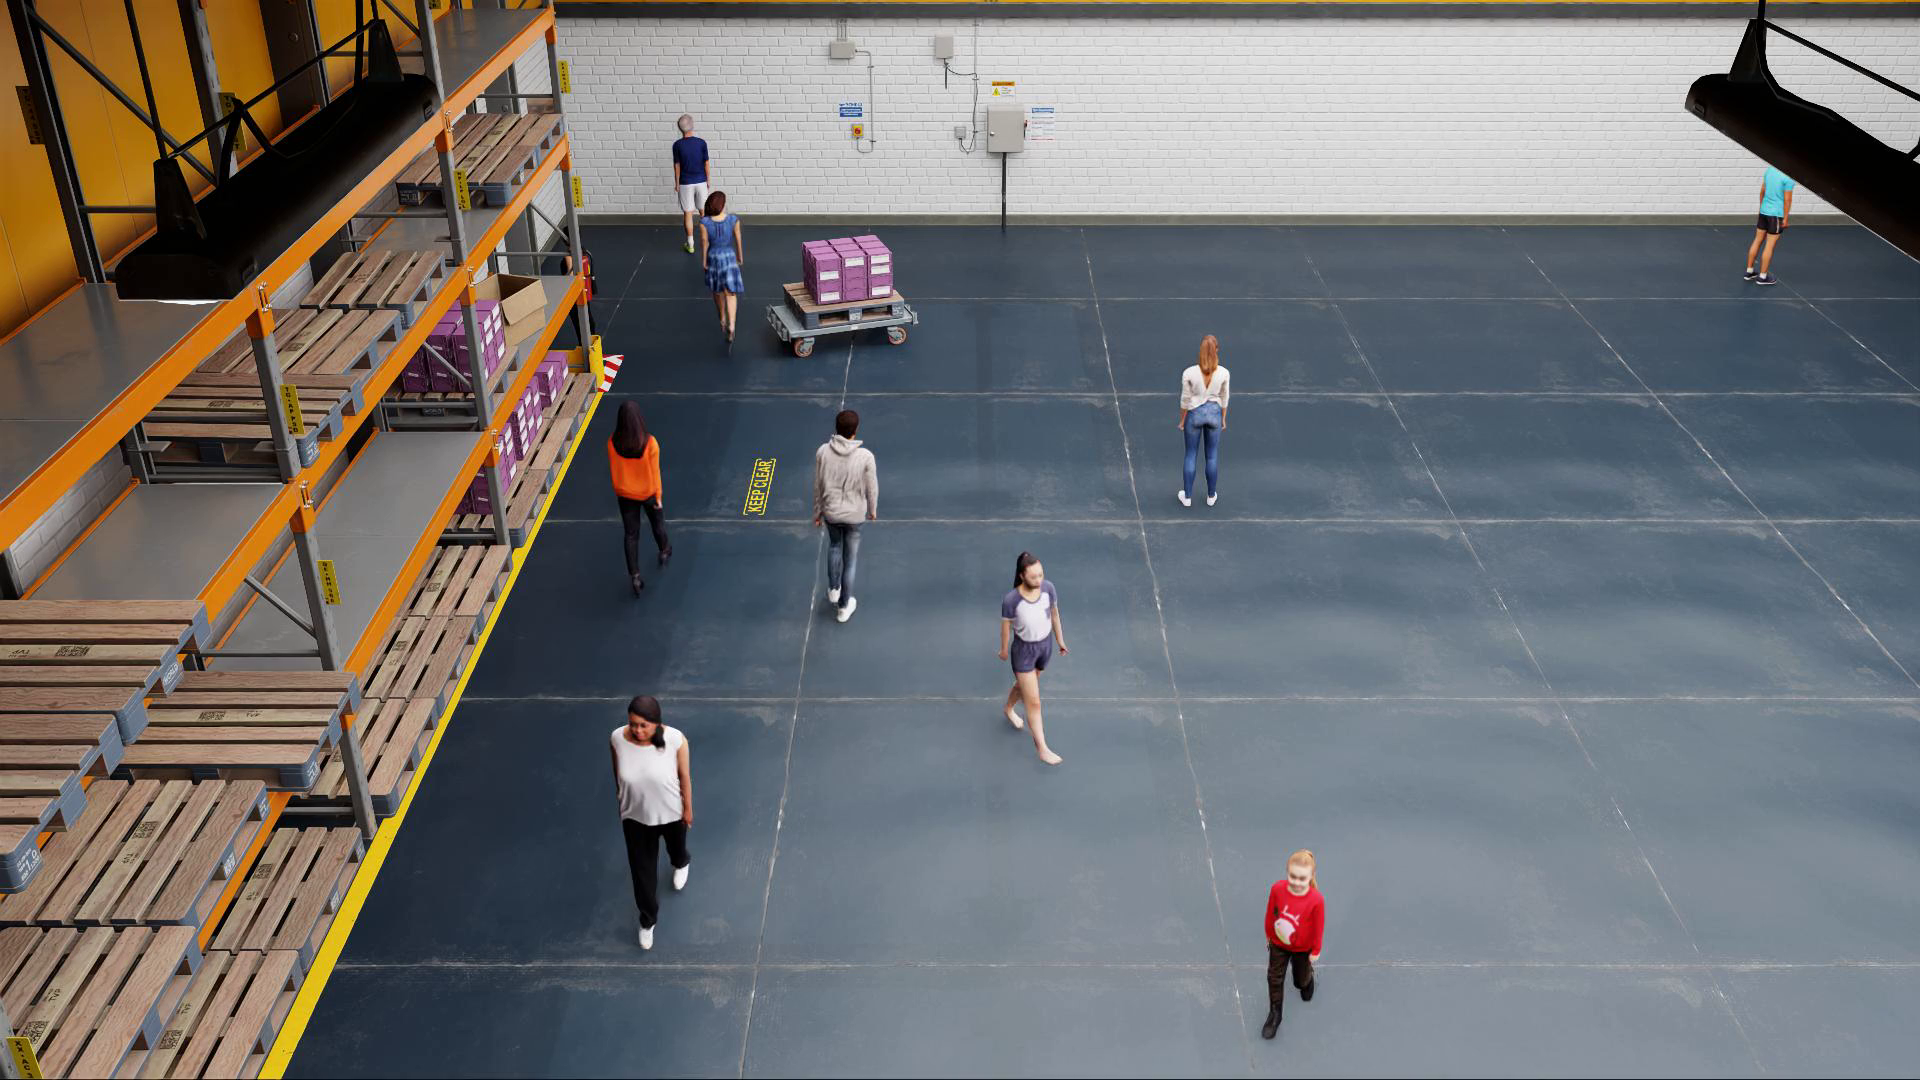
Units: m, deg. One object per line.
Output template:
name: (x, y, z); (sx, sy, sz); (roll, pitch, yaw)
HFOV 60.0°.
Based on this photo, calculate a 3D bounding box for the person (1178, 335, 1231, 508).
person: (2.300, -1.125, 15.704); (0.603, 1.720, 0.521); (-1, 29, -1)

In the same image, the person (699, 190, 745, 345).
person: (-2.745, -3.115, 19.303); (0.726, 1.767, 1.149); (-3, 29, -5)

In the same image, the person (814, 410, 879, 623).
person: (-0.987, -0.159, 13.818); (0.757, 1.831, 0.794); (4, 29, 7)

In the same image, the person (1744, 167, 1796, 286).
person: (10.352, -4.157, 21.203); (0.744, 1.776, 0.592); (-11, 30, -19)

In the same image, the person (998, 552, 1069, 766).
person: (0.466, 0.802, 12.293); (0.988, 1.605, 1.117); (-20, 34, -32)

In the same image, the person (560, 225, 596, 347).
person: (-4.383, -2.867, 19.072); (0.655, 1.553, 0.533); (9, 30, 16)

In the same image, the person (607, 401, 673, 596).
person: (-2.775, -0.327, 14.243); (0.690, 1.718, 1.021); (3, 29, 5)

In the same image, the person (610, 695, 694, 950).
person: (-1.926, 1.683, 10.628); (0.641, 1.651, 1.050); (0, 29, 1)

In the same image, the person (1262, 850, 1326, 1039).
person: (1.979, 2.338, 9.823); (0.683, 1.273, 0.820); (14, 32, 24)

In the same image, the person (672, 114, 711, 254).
person: (-3.586, -4.783, 22.291); (0.696, 1.834, 0.652); (-10, 30, -18)
